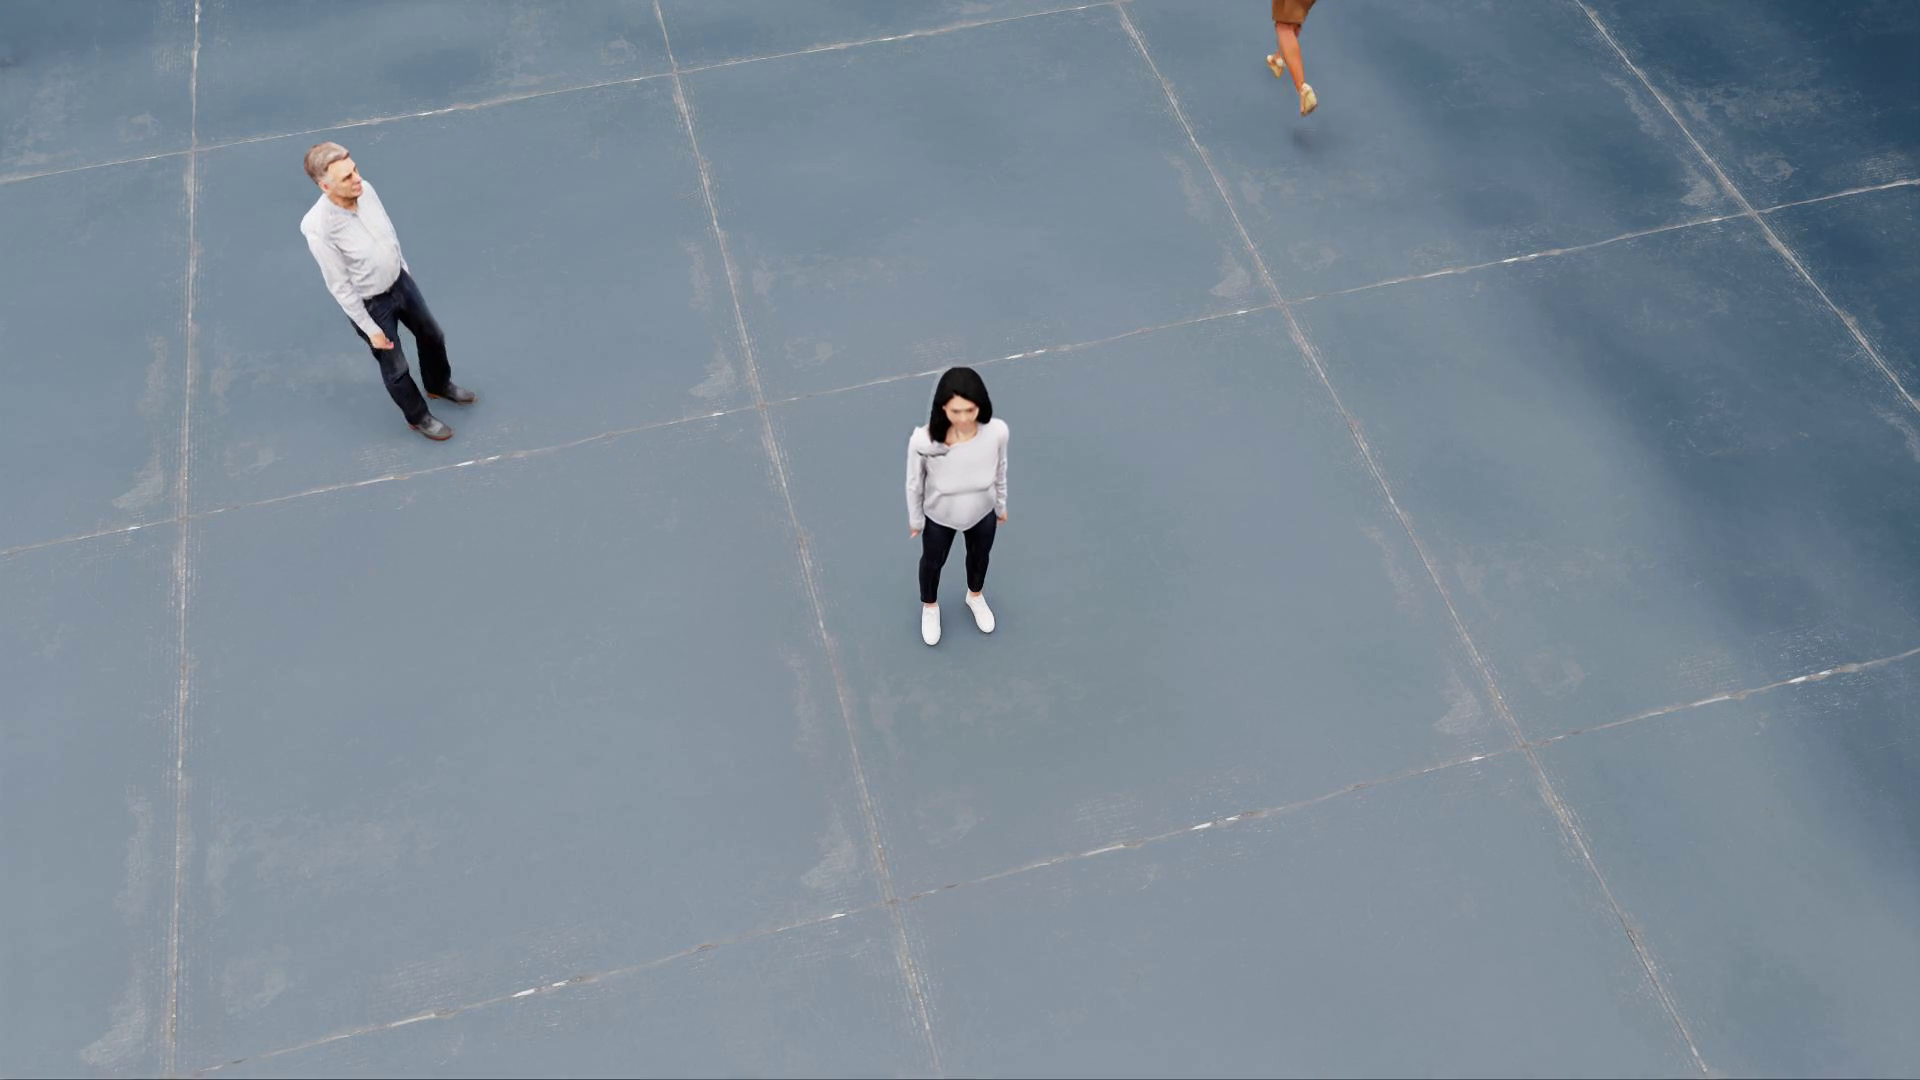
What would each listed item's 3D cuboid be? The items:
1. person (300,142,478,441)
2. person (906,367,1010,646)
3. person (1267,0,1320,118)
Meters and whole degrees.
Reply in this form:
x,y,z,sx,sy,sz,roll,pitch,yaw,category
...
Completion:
x,y,z,sx,sy,sz,roll,pitch,yaw,category
-2.918,-1.220,8.195,0.855,1.815,0.777,18,54,14,person
-0.004,-0.152,7.441,0.606,1.700,0.533,-10,53,-8,person
2.063,-3.305,9.909,0.580,1.657,1.032,-14,54,-11,person
